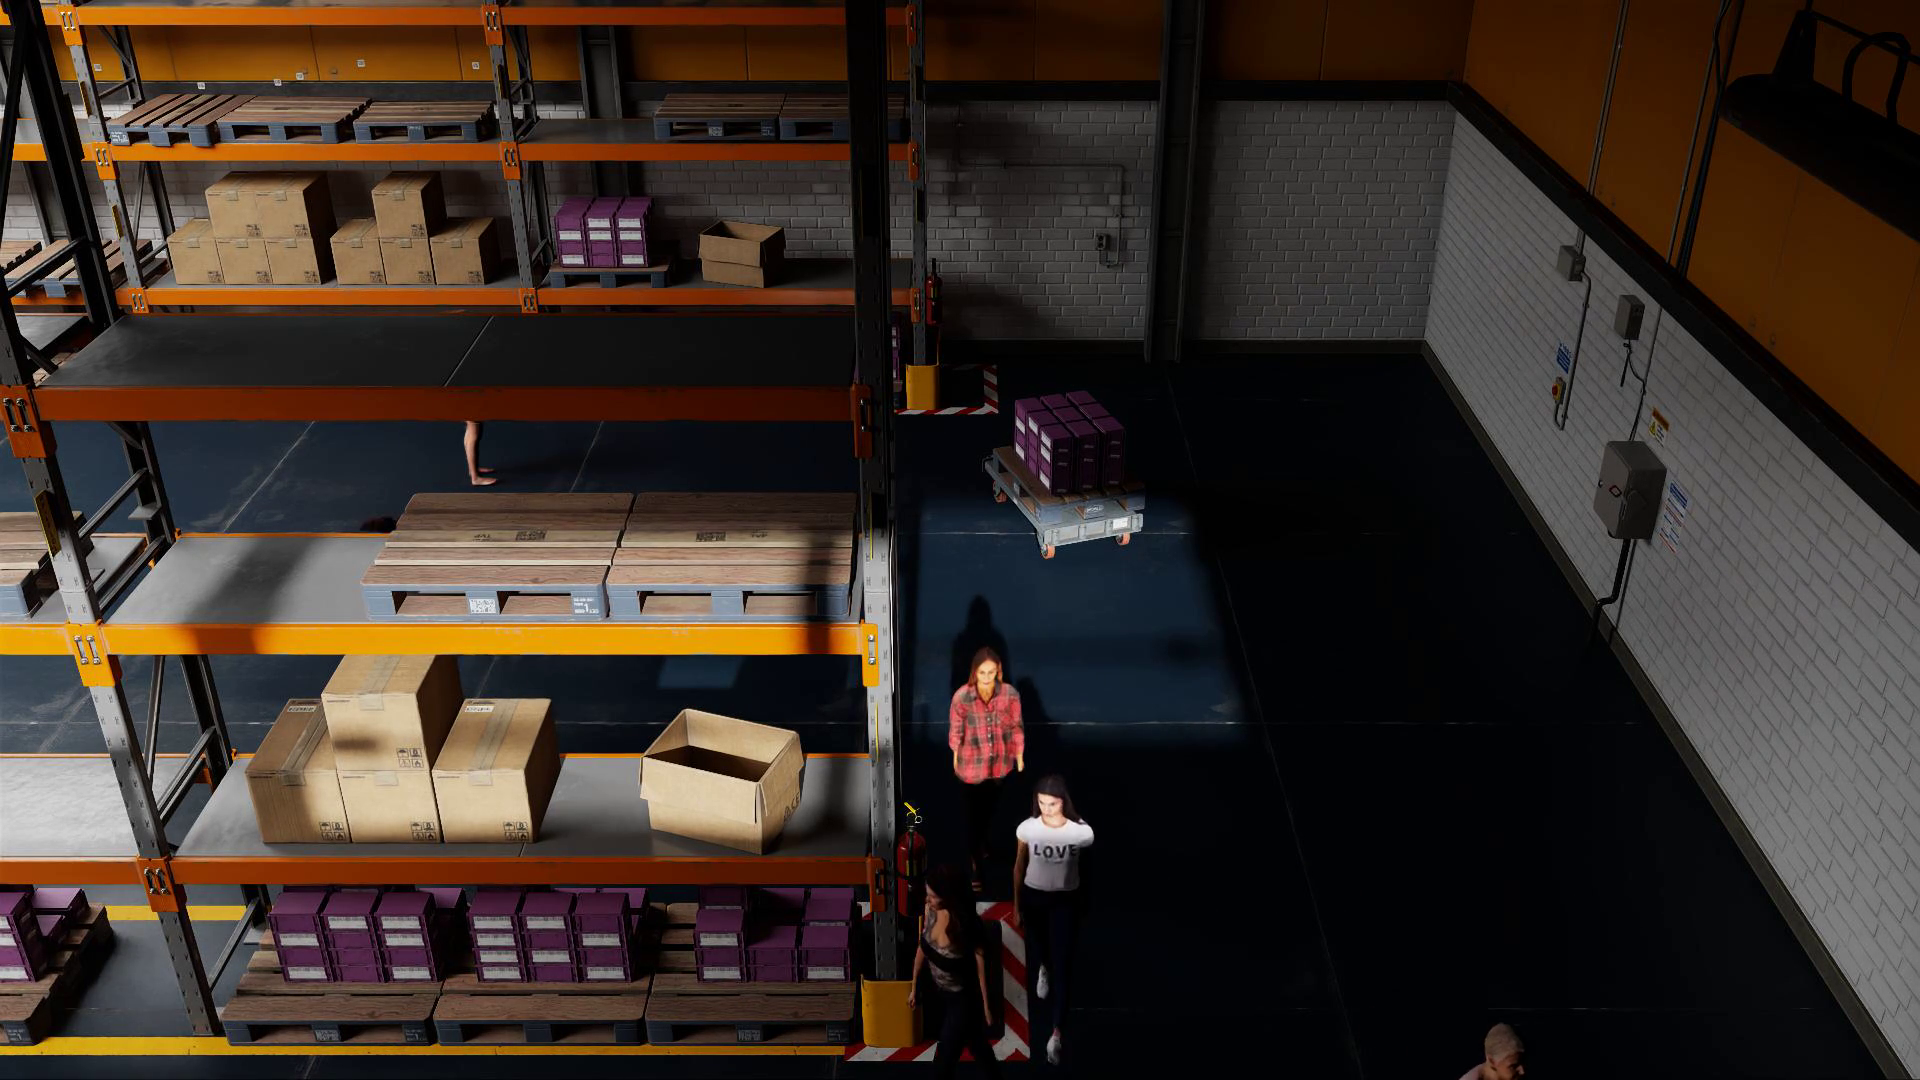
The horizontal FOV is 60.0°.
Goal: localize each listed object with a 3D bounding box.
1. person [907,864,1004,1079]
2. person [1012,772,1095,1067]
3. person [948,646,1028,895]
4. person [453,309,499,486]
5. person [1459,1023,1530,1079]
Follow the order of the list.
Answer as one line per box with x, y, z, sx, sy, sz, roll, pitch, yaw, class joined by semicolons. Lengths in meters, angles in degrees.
0.075;2.386;8.826;1.083;1.733;0.967;-21;35;-33;person
0.513;2.025;9.500;1.058;1.723;0.727;2;29;4;person
0.156;1.372;10.743;0.822;1.679;0.776;-6;29;-11;person
-4.634;-1.360;15.698;0.651;1.729;0.671;-10;30;-17;person
2.410;2.915;7.914;0.871;1.679;0.879;-16;32;-27;person
